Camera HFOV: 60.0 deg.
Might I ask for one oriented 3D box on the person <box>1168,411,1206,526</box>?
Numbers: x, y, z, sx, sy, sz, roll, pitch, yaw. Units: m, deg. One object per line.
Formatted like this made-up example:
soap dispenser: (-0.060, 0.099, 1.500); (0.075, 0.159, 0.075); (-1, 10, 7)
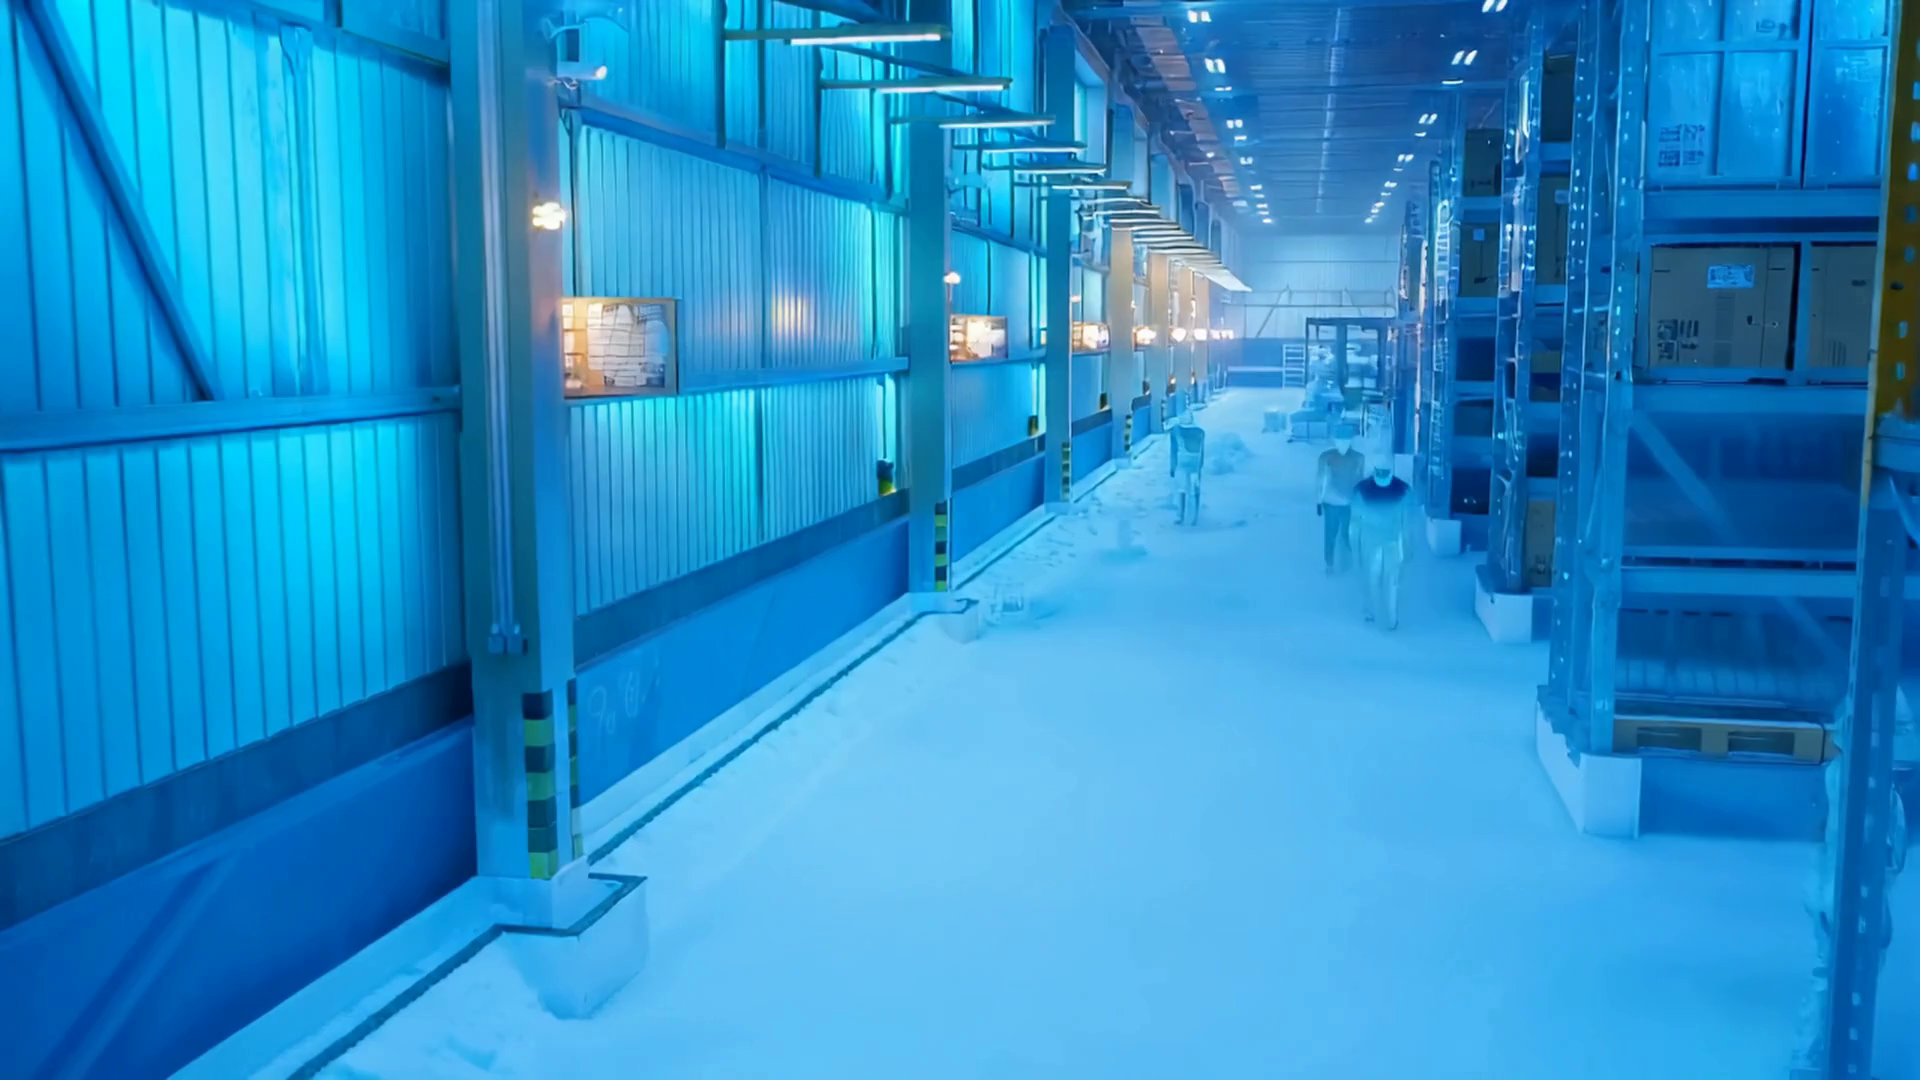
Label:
person: (3.617, -1.143, 26.668); (0.634, 1.841, 0.429); (-3, 8, -23)

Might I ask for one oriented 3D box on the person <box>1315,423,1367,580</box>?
person: (4.770, -0.472, 20.773); (0.620, 1.978, 0.438); (0, 7, 3)

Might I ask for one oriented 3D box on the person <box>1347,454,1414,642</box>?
person: (4.253, 0.064, 16.865); (0.655, 1.883, 1.036); (1, 7, 11)

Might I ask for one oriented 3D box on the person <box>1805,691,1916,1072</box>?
person: (3.566, 1.415, 6.573); (0.289, 1.746, 0.487); (1, 7, 10)
